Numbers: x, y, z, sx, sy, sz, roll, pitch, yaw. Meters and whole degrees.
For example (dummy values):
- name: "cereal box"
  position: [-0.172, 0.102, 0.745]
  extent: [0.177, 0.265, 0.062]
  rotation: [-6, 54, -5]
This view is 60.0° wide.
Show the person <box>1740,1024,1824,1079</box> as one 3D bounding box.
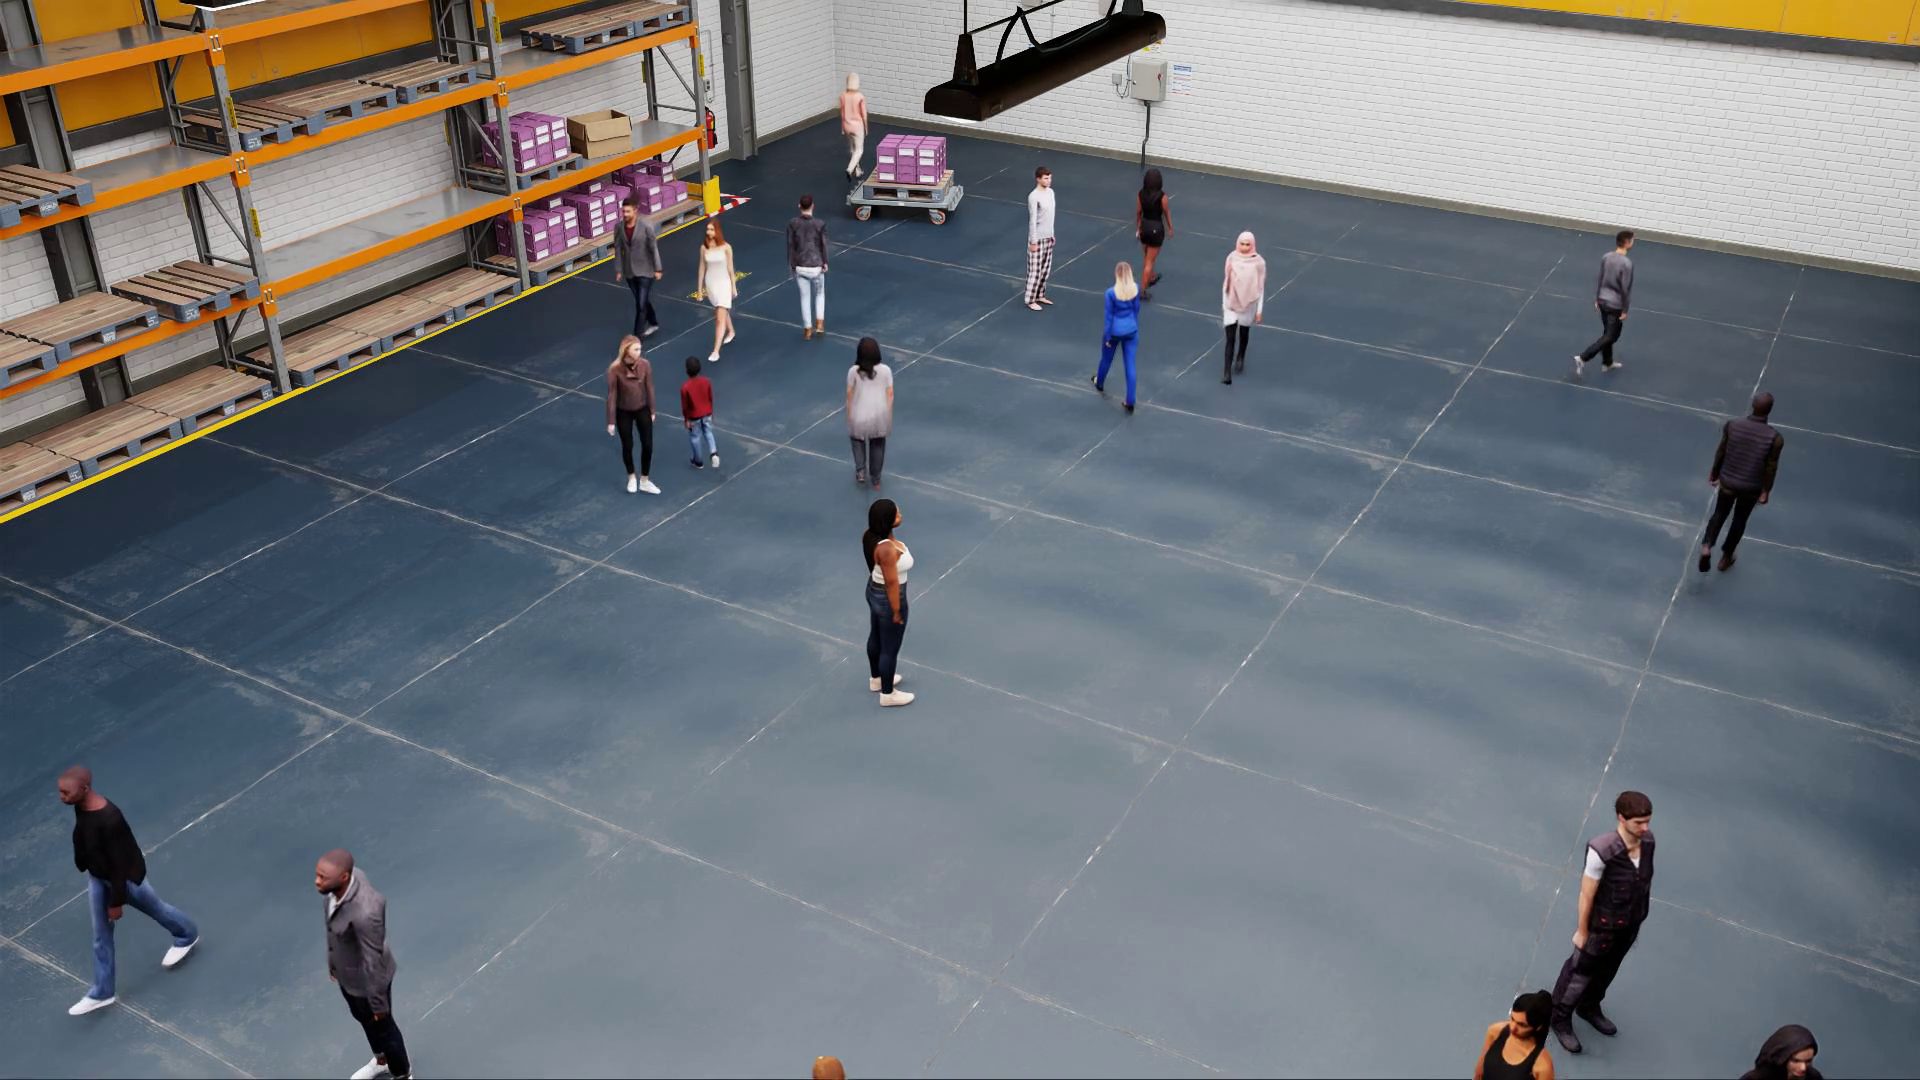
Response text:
- name: "person"
  position: [4.072, 3.160, 8.508]
  extent: [0.661, 1.807, 0.672]
  rotation: [-2, 29, -3]

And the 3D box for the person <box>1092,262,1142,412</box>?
- name: "person"
  position: [1.845, -2.243, 18.558]
  extent: [1.097, 1.667, 1.127]
  rotation: [-8, 30, -15]

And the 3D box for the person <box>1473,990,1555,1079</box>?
- name: "person"
  position: [2.979, 3.033, 8.907]
  extent: [0.952, 1.647, 0.801]
  rotation: [-18, 33, -29]

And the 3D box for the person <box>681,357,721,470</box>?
- name: "person"
  position: [-2.681, -1.297, 17.263]
  extent: [0.667, 1.246, 0.696]
  rotation: [-19, 34, -31]

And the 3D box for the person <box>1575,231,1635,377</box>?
- name: "person"
  position: [7.539, -2.722, 19.359]
  extent: [1.126, 1.742, 0.996]
  rotation: [-12, 31, -22]

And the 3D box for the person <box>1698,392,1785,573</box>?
- name: "person"
  position: [7.080, -0.479, 15.165]
  extent: [0.831, 1.821, 1.027]
  rotation: [24, 37, 37]

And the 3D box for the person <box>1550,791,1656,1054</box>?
- name: "person"
  position: [3.925, 2.276, 10.085]
  extent: [0.709, 1.848, 0.815]
  rotation: [-14, 31, -23]

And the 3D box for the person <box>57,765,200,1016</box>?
- name: "person"
  position: [-5.253, 2.108, 10.540]
  extent: [0.613, 1.707, 1.131]
  rotation: [15, 32, 26]

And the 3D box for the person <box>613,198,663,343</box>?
- name: "person"
  position: [-3.892, -3.270, 20.287]
  extent: [0.866, 1.814, 1.241]
  rotation: [10, 30, 17]

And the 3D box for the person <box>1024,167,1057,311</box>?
- name: "person"
  position: [1.039, -3.905, 21.418]
  extent: [0.716, 1.847, 0.517]
  rotation: [20, 35, 33]

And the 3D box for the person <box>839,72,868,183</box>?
- name: "person"
  position: [-1.713, -6.505, 26.335]
  extent: [0.725, 1.702, 1.044]
  rotation: [9, 30, 16]

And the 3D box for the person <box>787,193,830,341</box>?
- name: "person"
  position: [-1.854, -3.312, 20.353]
  extent: [0.762, 1.826, 0.782]
  rotation: [-2, 29, -4]

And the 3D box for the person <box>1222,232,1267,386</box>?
- name: "person"
  position: [3.282, -2.715, 19.344]
  extent: [0.859, 1.744, 1.261]
  rotation: [7, 29, 13]

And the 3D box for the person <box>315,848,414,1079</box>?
- name: "person"
  position: [-3.456, 2.515, 9.681]
  extent: [0.700, 1.816, 0.778]
  rotation: [-23, 36, -35]

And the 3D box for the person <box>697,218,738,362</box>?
- name: "person"
  position: [-2.884, -3.060, 20.064]
  extent: [0.803, 1.660, 1.224]
  rotation: [7, 29, 13]

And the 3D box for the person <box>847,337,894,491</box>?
- name: "person"
  position: [-0.912, -1.249, 16.810]
  extent: [0.777, 1.597, 0.827]
  rotation: [-4, 29, -7]

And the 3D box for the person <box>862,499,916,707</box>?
- name: "person"
  position: [-0.608, 0.486, 13.407]
  extent: [0.797, 1.809, 0.750]
  rotation: [-10, 30, -17]

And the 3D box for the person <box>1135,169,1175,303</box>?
- name: "person"
  position: [2.457, -3.930, 21.613]
  extent: [0.707, 1.705, 1.070]
  rotation: [21, 35, 33]

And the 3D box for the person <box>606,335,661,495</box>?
- name: "person"
  position: [-3.330, -1.294, 16.796]
  extent: [0.796, 1.688, 0.888]
  rotation: [-11, 30, -19]
